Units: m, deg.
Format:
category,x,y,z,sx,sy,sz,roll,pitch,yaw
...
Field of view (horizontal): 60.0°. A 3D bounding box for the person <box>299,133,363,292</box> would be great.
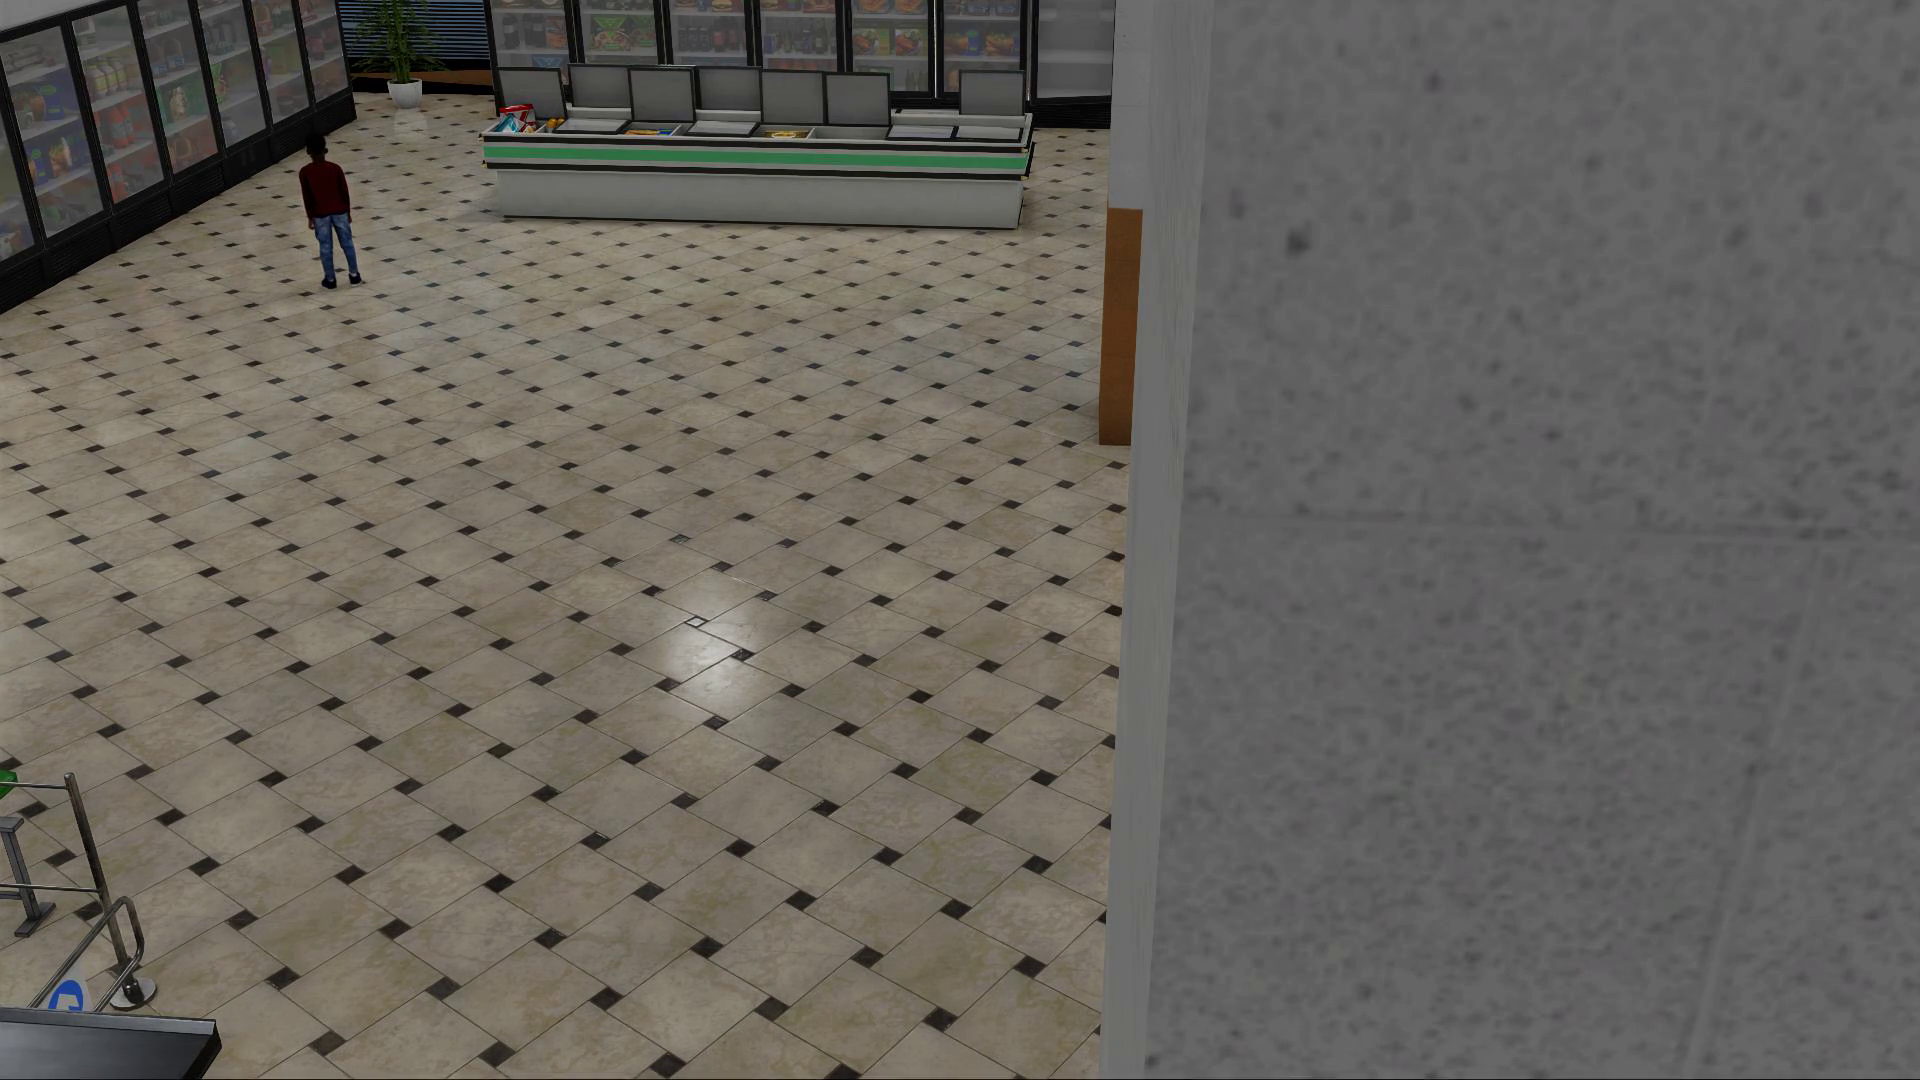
category,x,y,z,sx,sy,sz,roll,pitch,yaw
person,-5.082,-2.645,13.390,0.560,1.254,0.643,-14,30,-26
